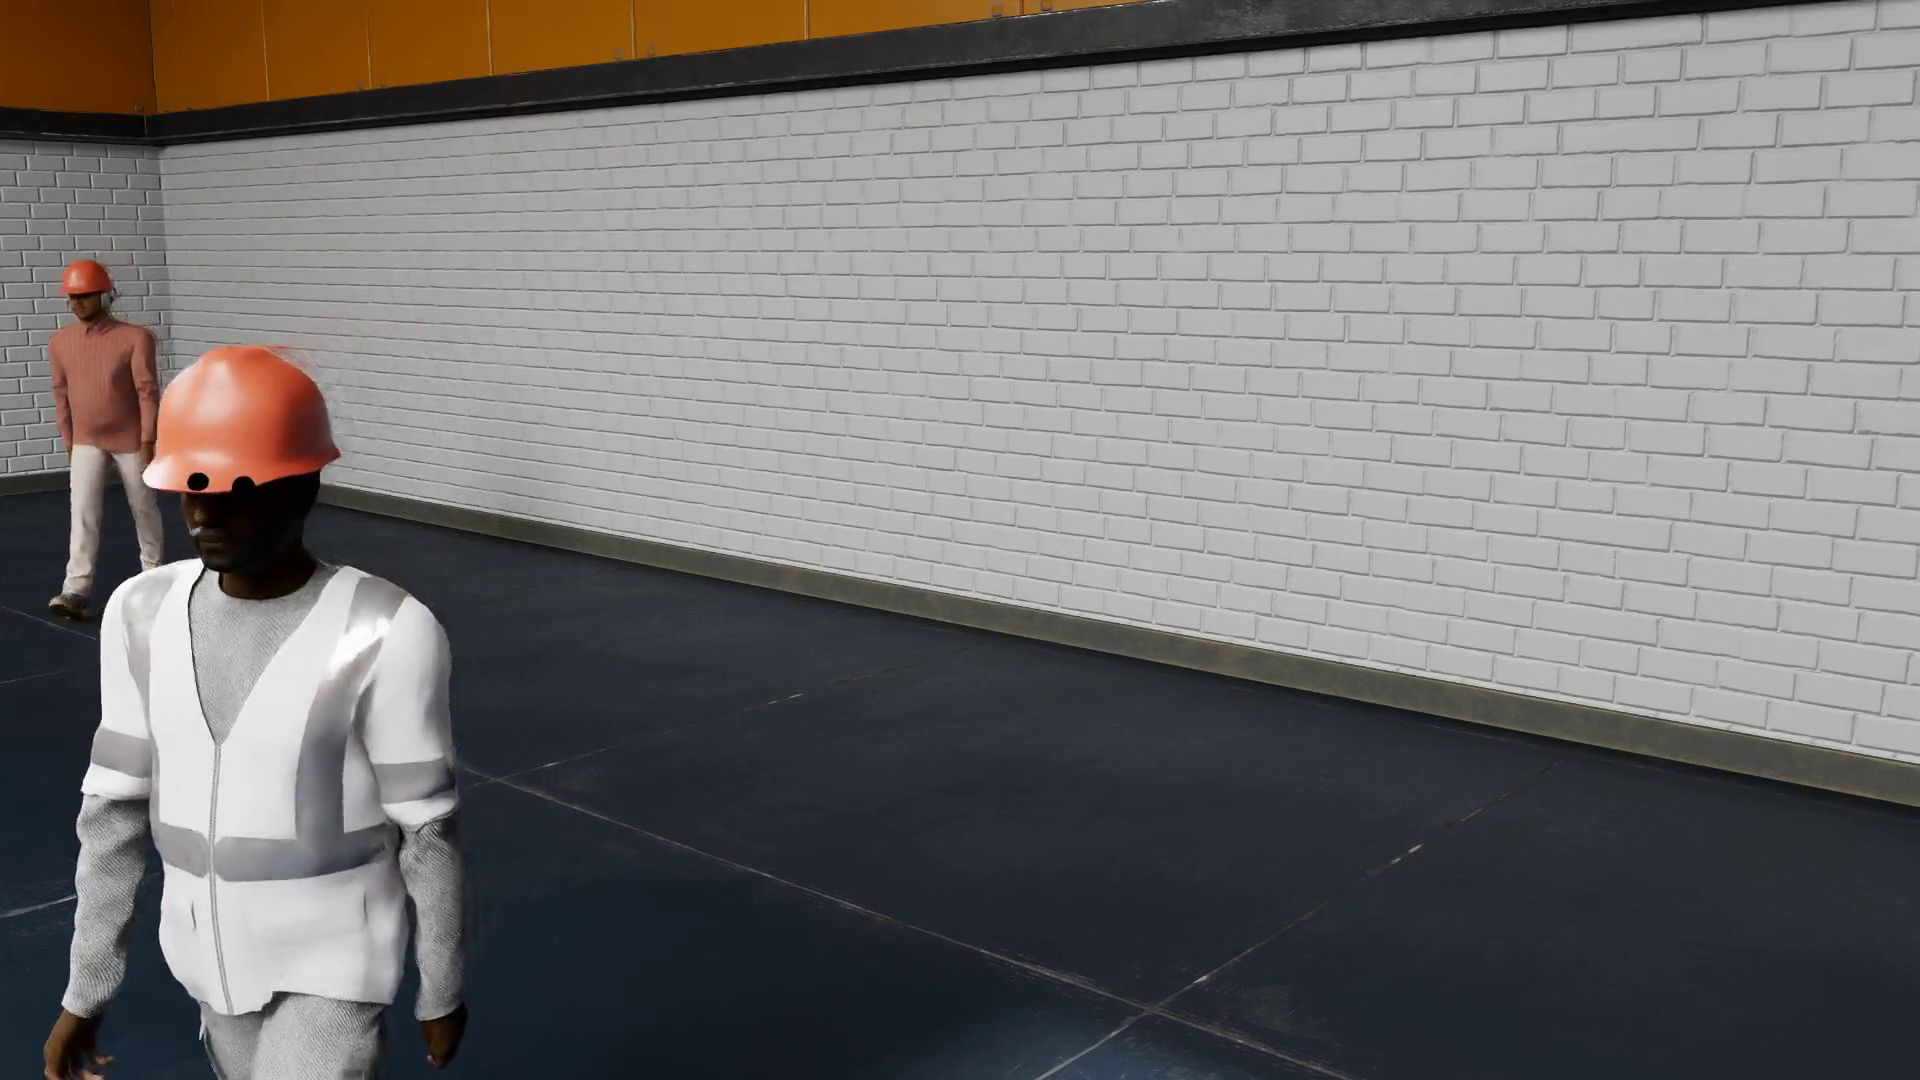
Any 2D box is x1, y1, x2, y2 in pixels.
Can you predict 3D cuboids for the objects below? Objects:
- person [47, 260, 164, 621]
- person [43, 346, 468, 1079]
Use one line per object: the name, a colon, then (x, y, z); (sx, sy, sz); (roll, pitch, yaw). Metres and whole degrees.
person: (-4.704, -0.547, 9.145); (0.626, 1.939, 1.003); (-1, 10, -3)
person: (-1.043, 0.634, 2.628); (0.559, 1.894, 1.002); (3, 10, 15)
